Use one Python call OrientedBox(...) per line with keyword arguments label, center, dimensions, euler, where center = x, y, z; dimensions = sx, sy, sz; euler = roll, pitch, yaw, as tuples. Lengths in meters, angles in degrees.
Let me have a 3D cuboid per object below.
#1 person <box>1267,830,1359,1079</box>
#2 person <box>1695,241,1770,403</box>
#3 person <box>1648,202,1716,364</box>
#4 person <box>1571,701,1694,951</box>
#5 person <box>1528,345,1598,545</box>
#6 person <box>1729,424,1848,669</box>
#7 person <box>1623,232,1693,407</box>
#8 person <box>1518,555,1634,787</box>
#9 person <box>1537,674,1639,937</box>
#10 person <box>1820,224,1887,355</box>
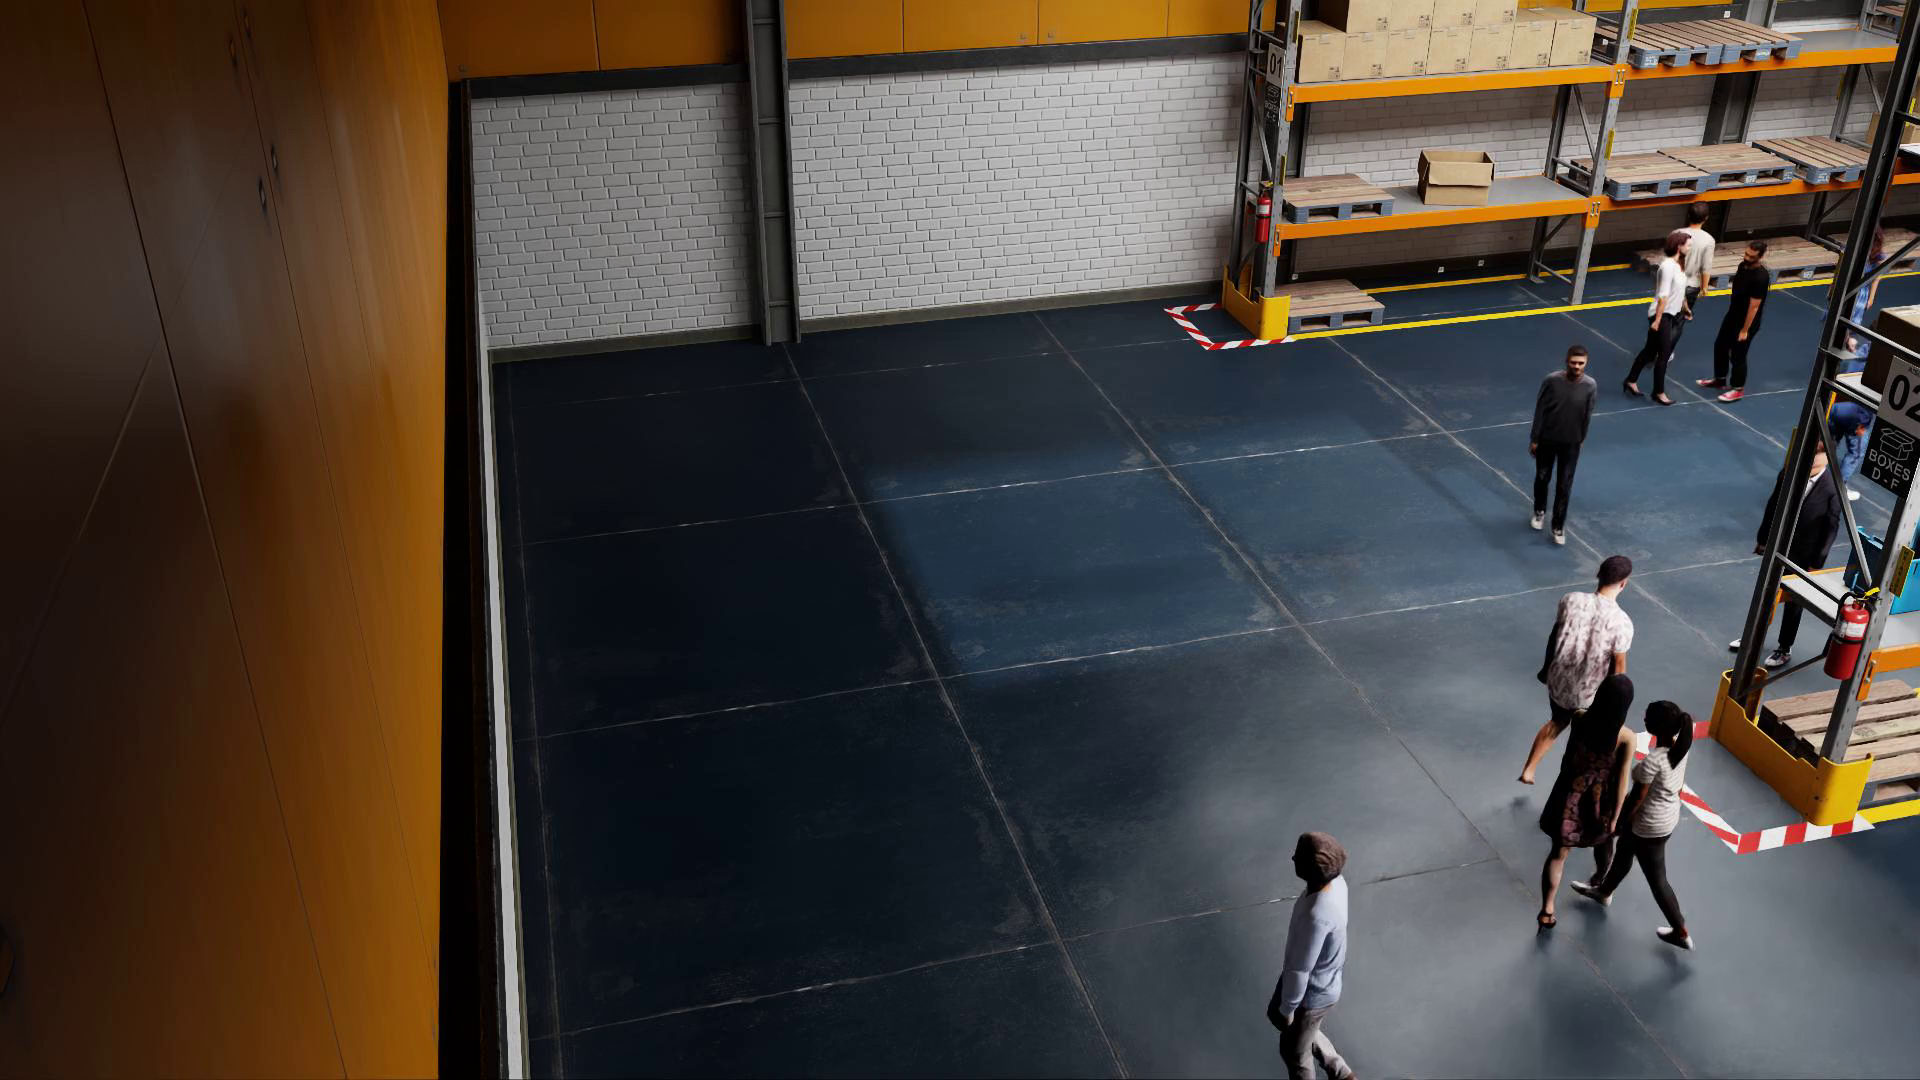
OrientedBox(label="person", center=(1.865, 2.289, 8.456), dimensions=(0.929, 1.877, 0.851), euler=(7, 29, 13))
OrientedBox(label="person", center=(7.983, -2.216, 16.877), dimensions=(0.680, 1.723, 0.794), euler=(1, 29, 2))
OrientedBox(label="person", center=(7.636, -2.672, 17.635), dimensions=(0.898, 1.797, 0.969), euler=(19, 34, 31))
OrientedBox(label="person", center=(4.148, 1.707, 9.803), dimensions=(1.050, 1.609, 0.977), euler=(-23, 36, -36))
OrientedBox(label="person", center=(5.189, -0.903, 14.448), dimensions=(0.880, 1.744, 0.915), euler=(9, 30, 17))
OrientedBox(label="person", center=(6.287, 0.034, 12.514), dimensions=(0.694, 1.950, 0.773), euler=(-16, 32, -27))
OrientedBox(label="person", center=(7.048, -2.270, 16.930), dimensions=(0.927, 1.766, 0.865), euler=(16, 33, 27))
OrientedBox(label="person", center=(4.042, 0.969, 10.976), dimensions=(0.985, 1.782, 0.915), euler=(-21, 35, -33))
OrientedBox(label="person", center=(3.665, 1.610, 9.847), dimensions=(0.970, 1.738, 1.119), euler=(23, 36, 35))
OrientedBox(label="person", center=(9.252, -2.460, 17.261), dimensions=(1.109, 1.784, 0.858), euler=(-18, 34, -30))
